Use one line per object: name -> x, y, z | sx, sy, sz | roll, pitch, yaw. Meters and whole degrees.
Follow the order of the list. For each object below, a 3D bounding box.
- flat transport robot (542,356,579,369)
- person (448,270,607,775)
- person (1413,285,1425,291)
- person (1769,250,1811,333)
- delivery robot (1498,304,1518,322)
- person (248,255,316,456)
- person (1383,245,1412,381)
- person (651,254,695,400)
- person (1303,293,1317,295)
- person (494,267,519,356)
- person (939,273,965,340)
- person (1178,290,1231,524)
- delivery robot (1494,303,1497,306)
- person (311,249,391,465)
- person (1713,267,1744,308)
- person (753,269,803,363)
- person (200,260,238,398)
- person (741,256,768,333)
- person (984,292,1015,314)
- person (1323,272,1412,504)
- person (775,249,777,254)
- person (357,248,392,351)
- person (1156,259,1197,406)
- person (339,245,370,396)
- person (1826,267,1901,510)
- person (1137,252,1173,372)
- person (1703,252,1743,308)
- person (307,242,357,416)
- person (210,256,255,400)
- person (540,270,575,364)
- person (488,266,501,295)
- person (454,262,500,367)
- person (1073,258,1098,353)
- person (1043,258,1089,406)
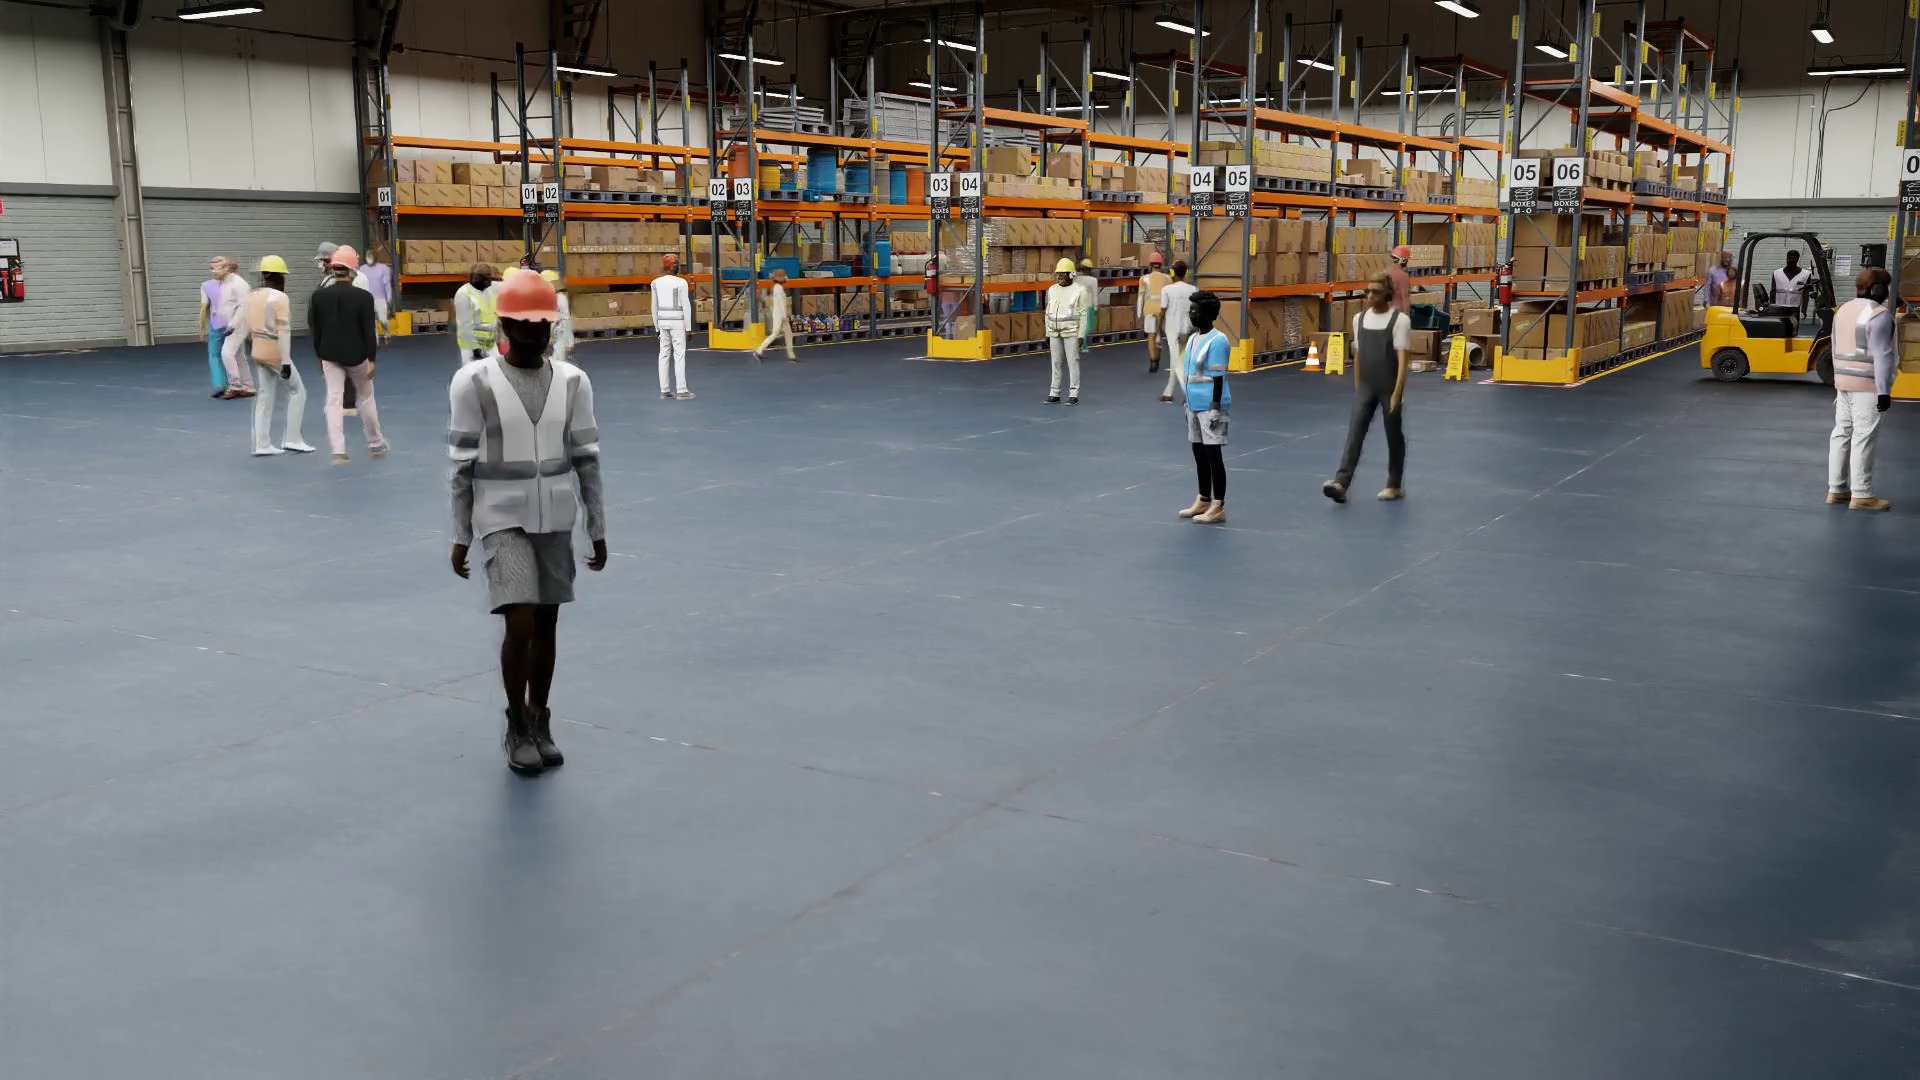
flat transport robot -> -6.795, -2.764, 26.129 | 1.431, 0.197, 0.652 | -6, 12, -31
person -> -1.612, -0.052, 6.314 | 0.580, 1.919, 0.530 | -7, 12, -35
person -> 11.897, -6.600, 42.741 | 0.781, 2.015, 0.611 | 3, 11, 18
person -> 13.662, -3.817, 27.430 | 0.587, 1.914, 0.390 | 6, 12, 31
delivery robot -> 13.131, -5.489, 40.331 | 0.707, 0.478, 0.477 | -2, 10, -9
person -> -6.508, -1.757, 15.915 | 0.614, 1.899, 0.691 | 7, 12, 34
person -> 6.414, -3.329, 24.480 | 0.410, 1.985, 0.638 | -4, 11, -20
person -> -3.723, -2.756, 21.571 | 0.575, 1.883, 0.355 | 5, 11, 24
person -> 9.055, -6.437, 43.018 | 0.509, 1.589, 0.889 | 0, 10, -2
person -> -5.192, -2.274, 19.232 | 0.386, 1.741, 0.538 | 5, 11, 27
person -> -0.164, -4.664, 32.639 | 0.549, 1.748, 0.427 | 2, 10, 11
person -> 1.782, -0.966, 12.089 | 0.321, 1.689, 0.529 | -3, 11, -18
delivery robot -> 13.153, -5.590, 40.899 | 0.477, 0.478, 0.707 | -3, 11, -17
person -> -5.678, -1.708, 15.477 | 0.634, 1.948, 0.953 | 0, 10, 0
person -> 13.937, -4.147, 30.147 | 0.539, 1.588, 0.879 | 7, 12, 35
person -> -3.100, -3.787, 28.132 | 0.791, 1.601, 0.499 | 0, 10, -2
person -> -9.569, -2.731, 21.637 | 0.638, 1.817, 0.431 | -8, 13, -39
person -> -4.279, -5.012, 34.470 | 0.621, 1.779, 0.915 | 4, 11, 23
person -> 0.786, -4.834, 33.078 | 0.625, 1.933, 0.359 | 0, 10, 2
person -> 3.201, -1.156, 12.860 | 0.516, 1.787, 0.977 | 8, 13, 39
person -> -4.669, -6.655, 43.170 | 0.606, 1.966, 0.367 | 10, 14, 43
person -> -11.043, -4.539, 31.420 | 0.635, 1.926, 0.556 | -1, 10, -4
person -> 2.738, -2.608, 20.887 | 0.530, 1.836, 0.918 | -4, 11, -24
person -> -8.079, -2.905, 22.093 | 0.623, 1.989, 0.400 | 7, 12, 34
person -> 6.931, -1.159, 12.742 | 0.429, 1.844, 0.627 | -1, 10, -4
person -> 3.099, -3.607, 26.366 | 0.553, 1.887, 1.014 | 0, 10, -1
person -> 14.658, -4.606, 32.013 | 0.647, 1.856, 0.997 | 6, 12, 30
person -> -7.356, -2.466, 19.501 | 0.537, 2.000, 0.689 | -5, 11, -28
person -> -9.428, -2.741, 21.575 | 0.663, 1.850, 0.696 | 7, 12, 35
person -> -4.666, -2.267, 19.294 | 0.505, 1.716, 0.498 | -5, 11, -26
person -> -8.229, -4.004, 29.304 | 0.511, 1.626, 0.388 | 5, 11, 26
person -> -5.271, -2.148, 18.394 | 0.621, 1.815, 0.640 | 4, 11, 23
person -> 2.259, -4.288, 30.547 | 0.522, 1.751, 0.578 | 7, 12, 34
person -> 1.306, -2.595, 20.806 | 0.587, 1.833, 0.404 | 7, 12, 34
